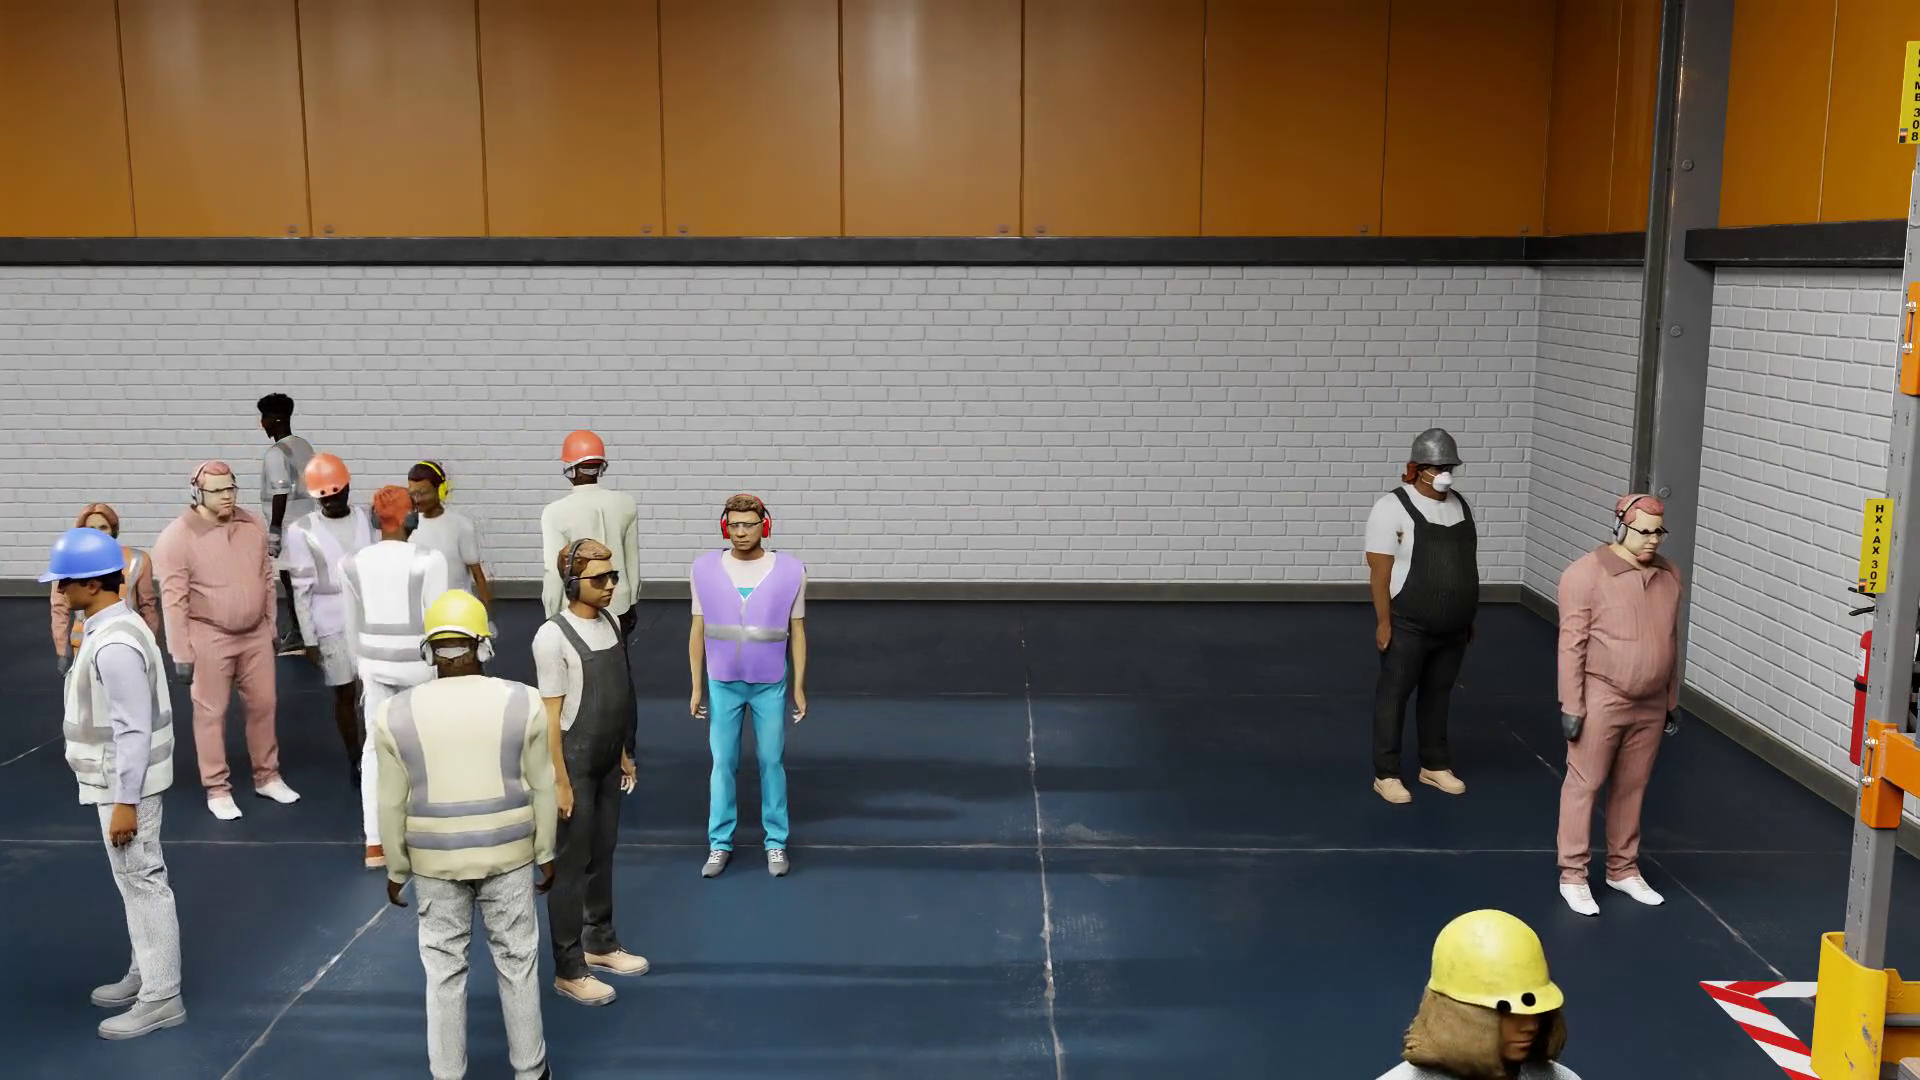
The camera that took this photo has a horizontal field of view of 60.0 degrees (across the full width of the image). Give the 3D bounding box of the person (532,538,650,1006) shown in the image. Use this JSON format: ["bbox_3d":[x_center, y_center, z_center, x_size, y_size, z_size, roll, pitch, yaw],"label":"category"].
[{"bbox_3d":[-1.473,0.905,6.640,0.346,1.846,0.505,3,10,19],"label":"person"}]

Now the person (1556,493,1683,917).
[{"bbox_3d":[2.993,0.733,7.502,0.639,1.903,0.407,-3,10,-19],"label":"person"}]

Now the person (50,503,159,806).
[{"bbox_3d":[-4.625,0.608,9.031,0.523,1.638,0.310,-6,11,-32],"label":"person"}]

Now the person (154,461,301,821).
[{"bbox_3d":[-3.861,0.524,8.765,0.397,1.899,0.662,6,11,31],"label":"person"}]

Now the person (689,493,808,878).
[{"bbox_3d":[-1.006,0.685,7.945,0.563,1.847,0.389,0,9,-2],"label":"person"}]

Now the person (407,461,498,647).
[{"bbox_3d":[-2.926,0.430,9.583,0.564,1.825,0.953,4,10,21],"label":"person"}]

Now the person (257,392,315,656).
[{"bbox_3d":[-5.023,-0.122,12.432,0.367,1.964,0.604,0,9,-1],"label":"person"}]

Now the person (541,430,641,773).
[{"bbox_3d":[-2.074,0.377,9.348,0.611,1.996,0.378,-9,13,-42],"label":"person"}]

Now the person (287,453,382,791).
[{"bbox_3d":[-3.338,0.464,9.089,0.573,1.906,0.429,-8,12,-40],"label":"person"}]

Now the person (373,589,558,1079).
[{"bbox_3d":[-1.673,1.074,5.700,0.587,1.822,0.404,-2,10,-14],"label":"person"}]

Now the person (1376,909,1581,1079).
[{"bbox_3d":[0.962,1.536,3.153,0.491,1.746,0.285,-2,10,-13],"label":"person"}]

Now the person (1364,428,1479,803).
[{"bbox_3d":[2.564,0.405,9.048,0.677,2.000,0.536,-4,10,-25],"label":"person"}]

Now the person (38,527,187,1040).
[{"bbox_3d":[-3.197,0.909,6.313,0.407,1.942,0.615,-5,11,-29],"label":"person"}]

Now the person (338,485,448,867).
[{"bbox_3d":[-2.773,0.637,8.301,0.591,1.821,1.030,1,10,5],"label":"person"}]
